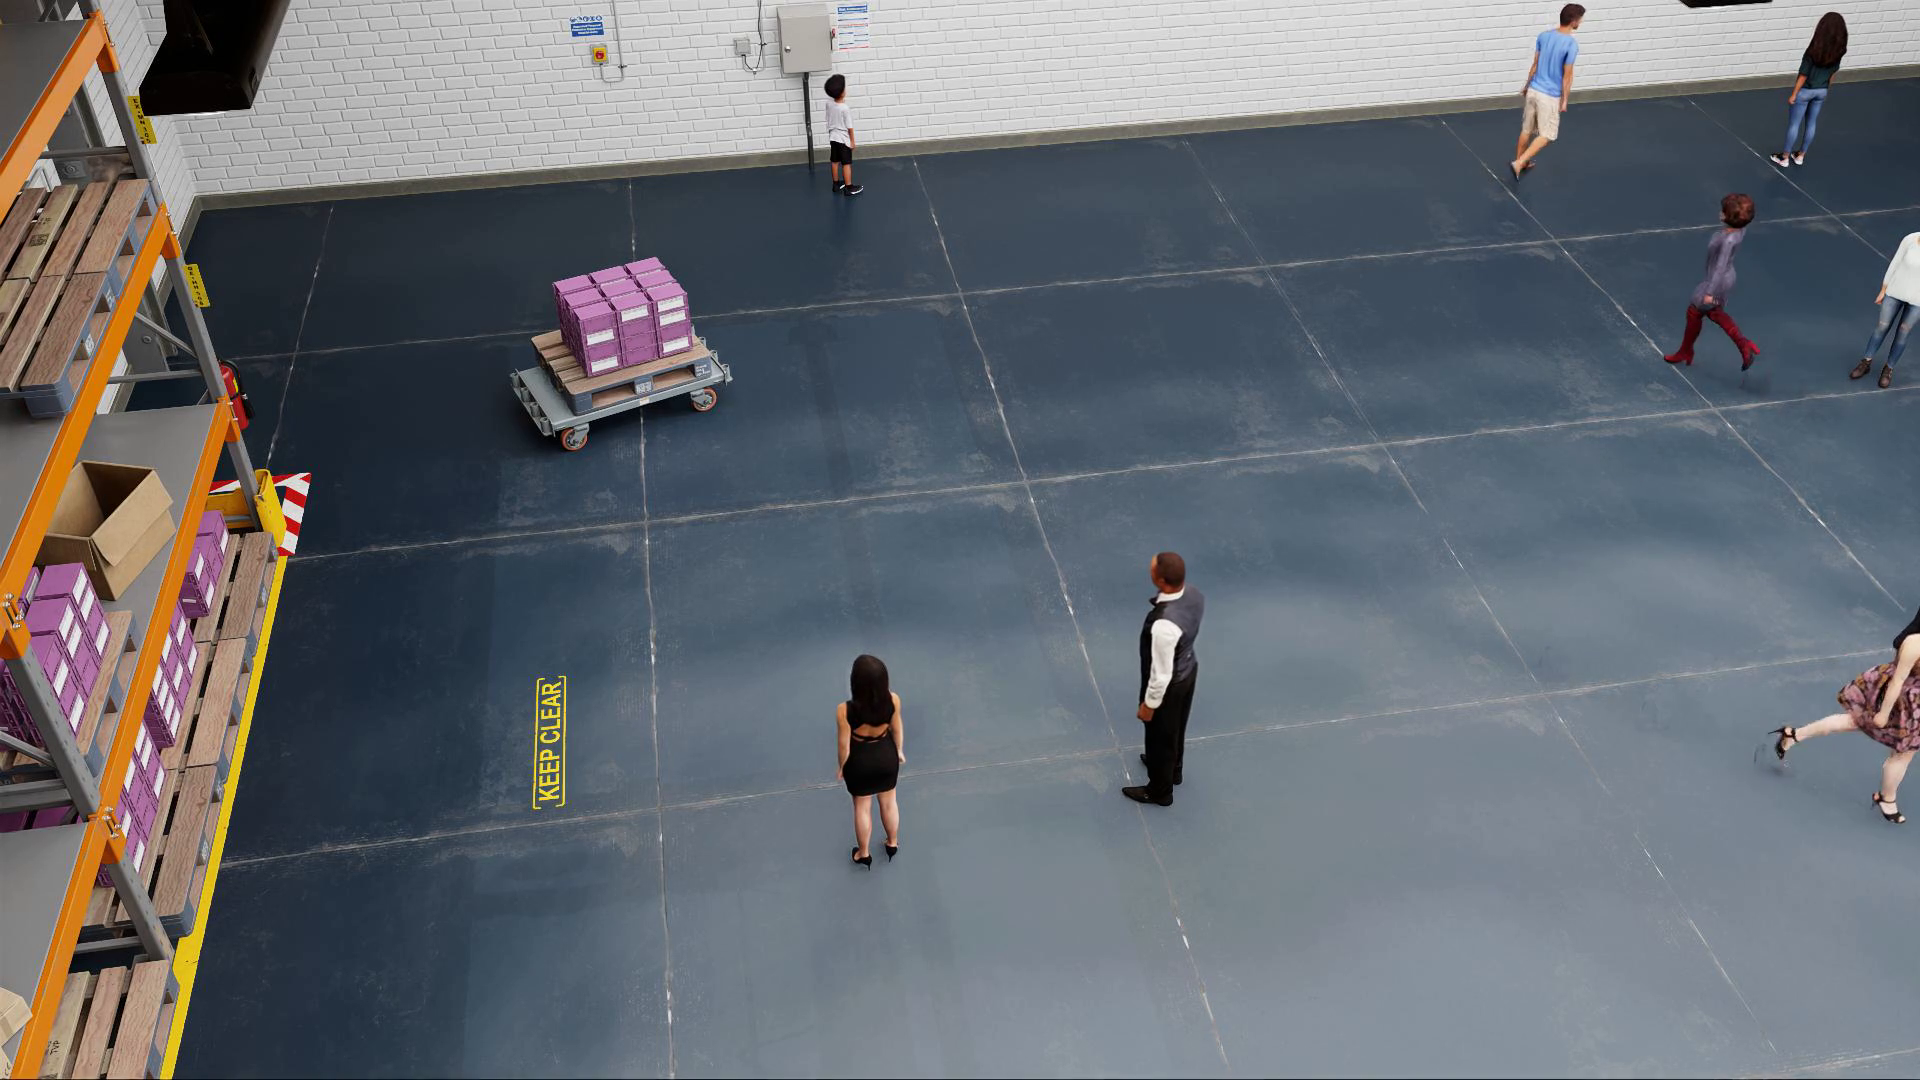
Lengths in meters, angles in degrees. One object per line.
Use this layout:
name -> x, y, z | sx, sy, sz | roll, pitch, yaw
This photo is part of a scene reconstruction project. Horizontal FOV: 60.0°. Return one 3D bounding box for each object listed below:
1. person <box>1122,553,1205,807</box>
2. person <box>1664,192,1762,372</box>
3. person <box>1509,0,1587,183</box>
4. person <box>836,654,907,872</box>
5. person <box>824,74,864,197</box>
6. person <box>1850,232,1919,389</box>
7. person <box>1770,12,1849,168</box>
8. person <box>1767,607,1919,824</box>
person -> 1.263, 0.848, 10.091 | 0.837, 1.917, 0.745 | 18, 42, 22
person -> 6.451, -2.122, 13.991 | 1.048, 1.690, 0.985 | 25, 45, 28
person -> 5.889, -4.488, 16.831 | 0.983, 1.843, 0.977 | -26, 45, -29
person -> -0.518, 1.308, 9.727 | 0.595, 1.652, 0.517 | -11, 40, -14
person -> -1.209, -4.099, 16.808 | 0.590, 1.265, 0.653 | 26, 46, 29
person -> 7.944, -2.049, 13.937 | 0.632, 1.644, 0.698 | 25, 45, 28
person -> 8.824, -4.660, 17.233 | 0.600, 1.612, 0.590 | -4, 39, -5
person -> 5.575, 0.949, 10.104 | 1.176, 1.743, 1.089 | 25, 45, 28
